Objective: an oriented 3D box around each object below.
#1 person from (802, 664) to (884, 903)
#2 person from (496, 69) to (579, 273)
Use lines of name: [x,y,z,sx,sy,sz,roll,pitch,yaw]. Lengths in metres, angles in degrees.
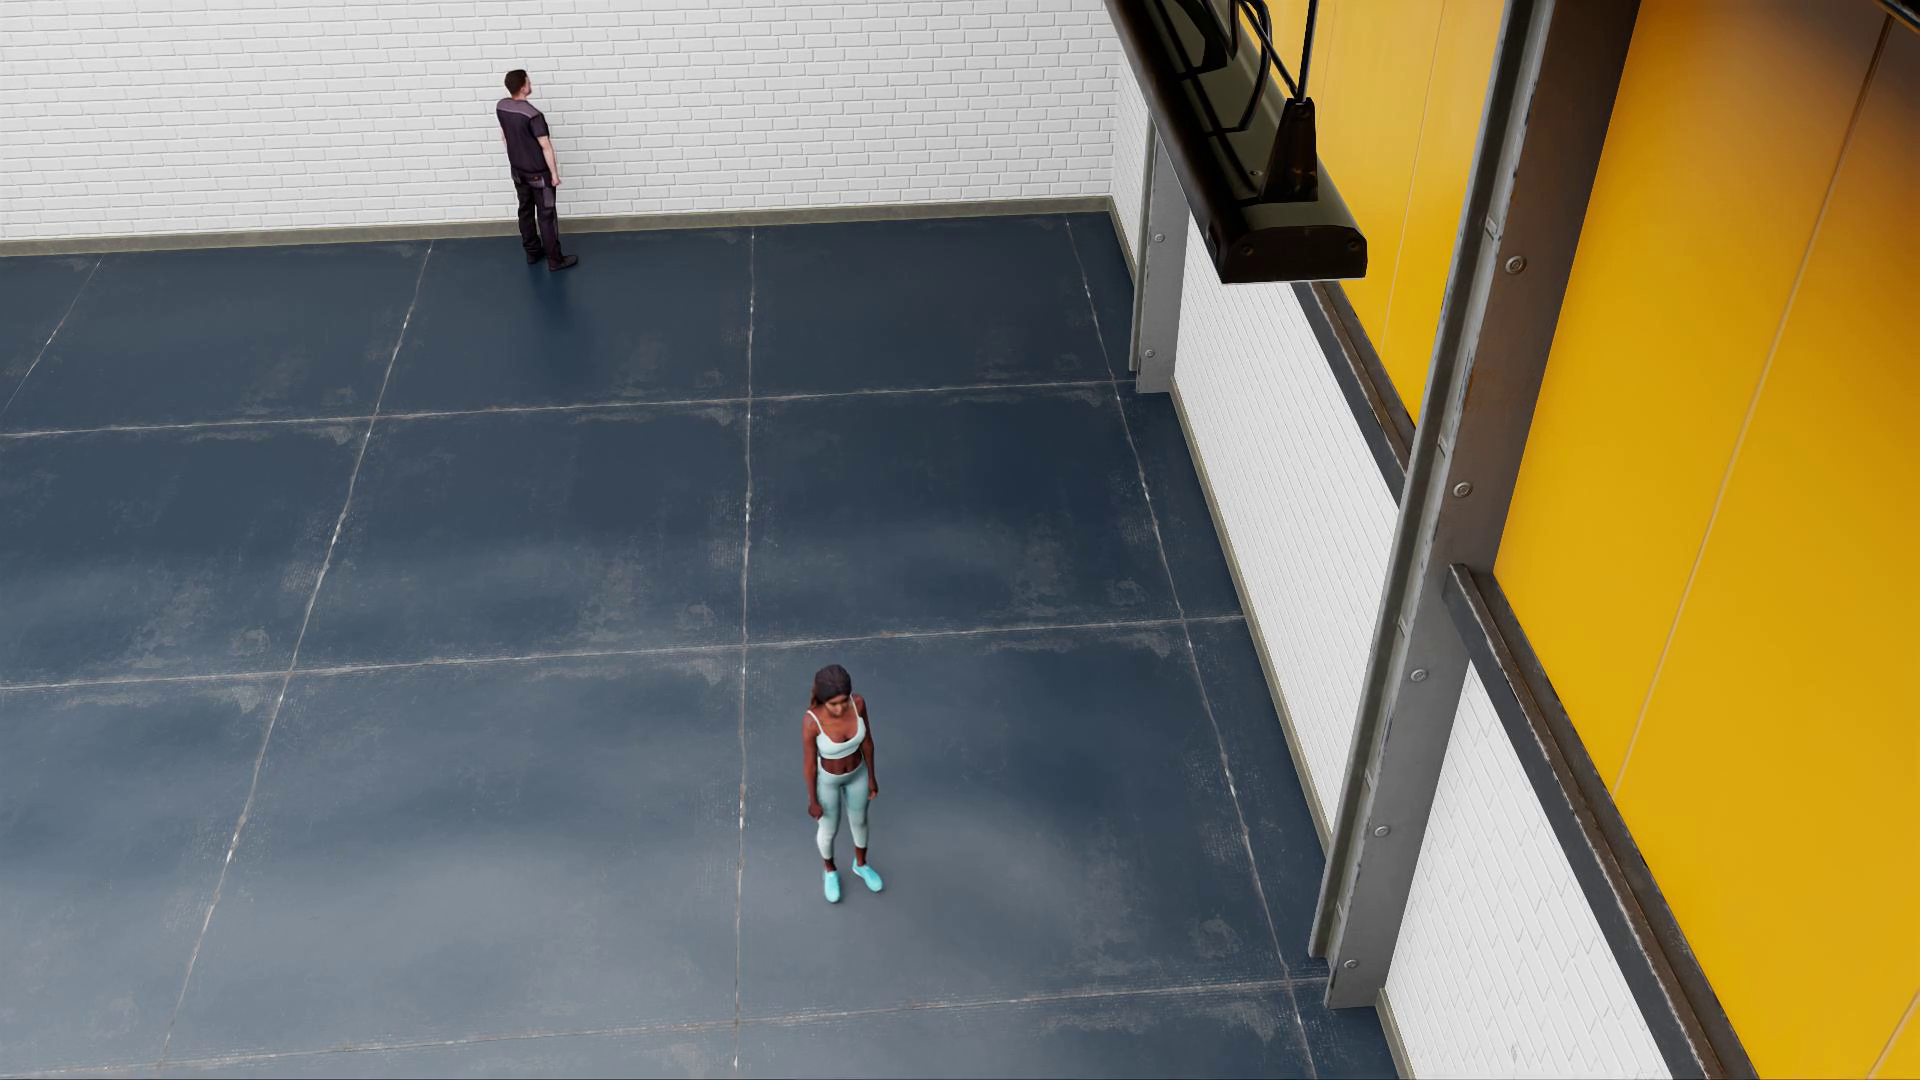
person: [-0.658,1.310,9.094,0.645,1.723,0.655,-19,42,-22]
person: [-3.799,-3.286,14.751,0.806,1.845,0.834,23,44,26]
